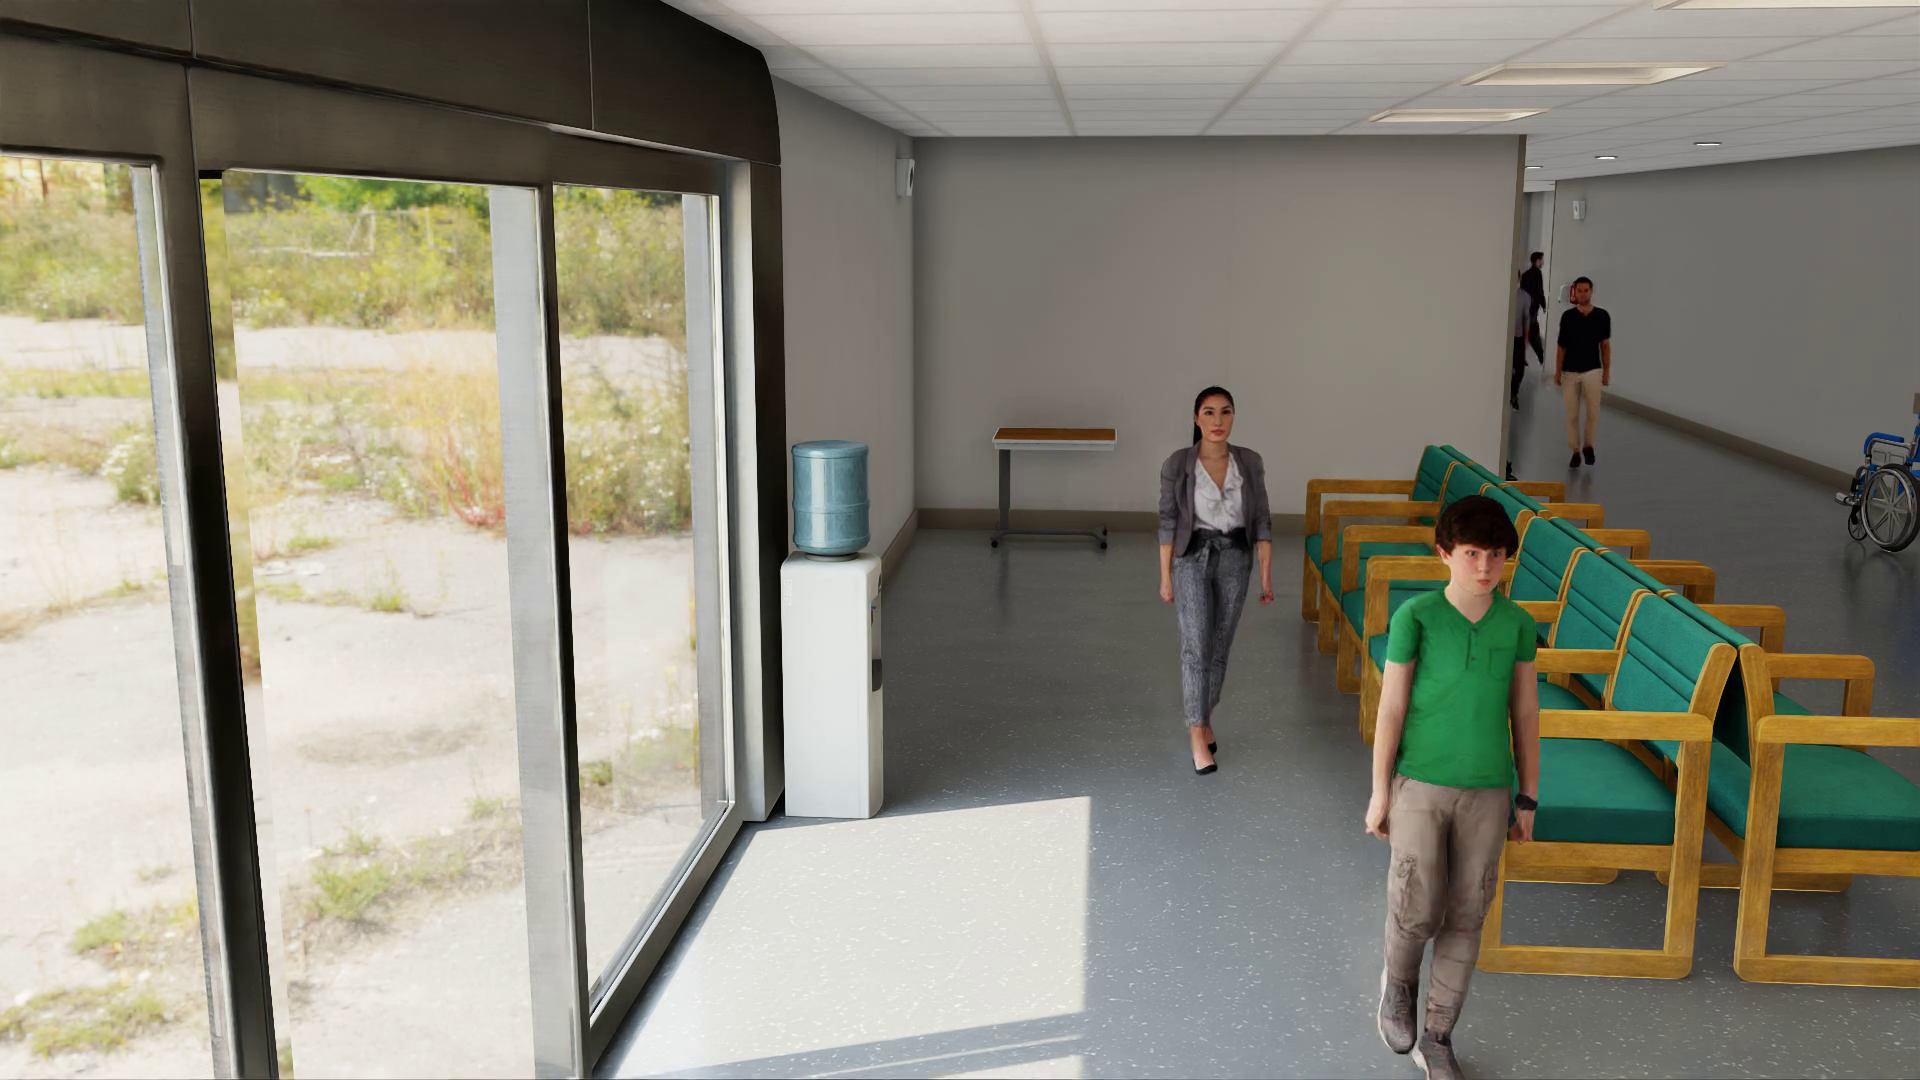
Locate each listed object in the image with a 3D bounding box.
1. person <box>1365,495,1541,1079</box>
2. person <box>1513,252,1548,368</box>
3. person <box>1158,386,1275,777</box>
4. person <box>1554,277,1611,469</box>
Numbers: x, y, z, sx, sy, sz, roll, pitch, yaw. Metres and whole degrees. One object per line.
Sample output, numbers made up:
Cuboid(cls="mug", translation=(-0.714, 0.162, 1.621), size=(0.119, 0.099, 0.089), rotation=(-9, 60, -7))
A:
Cuboid(cls="person", translation=(1.326, 0.672, 4.598), size=(0.646, 1.647, 0.707), rotation=(0, 11, -1))
Cuboid(cls="person", translation=(9.281, -3.748, 27.304), size=(1.143, 1.866, 0.781), rotation=(0, 11, -2))
Cuboid(cls="person", translation=(1.087, 0.163, 7.277), size=(0.969, 1.649, 0.809), rotation=(-1, 11, -7))
Cuboid(cls="person", translation=(6.053, -1.624, 16.186), size=(0.640, 1.839, 0.784), rotation=(4, 11, 21))
